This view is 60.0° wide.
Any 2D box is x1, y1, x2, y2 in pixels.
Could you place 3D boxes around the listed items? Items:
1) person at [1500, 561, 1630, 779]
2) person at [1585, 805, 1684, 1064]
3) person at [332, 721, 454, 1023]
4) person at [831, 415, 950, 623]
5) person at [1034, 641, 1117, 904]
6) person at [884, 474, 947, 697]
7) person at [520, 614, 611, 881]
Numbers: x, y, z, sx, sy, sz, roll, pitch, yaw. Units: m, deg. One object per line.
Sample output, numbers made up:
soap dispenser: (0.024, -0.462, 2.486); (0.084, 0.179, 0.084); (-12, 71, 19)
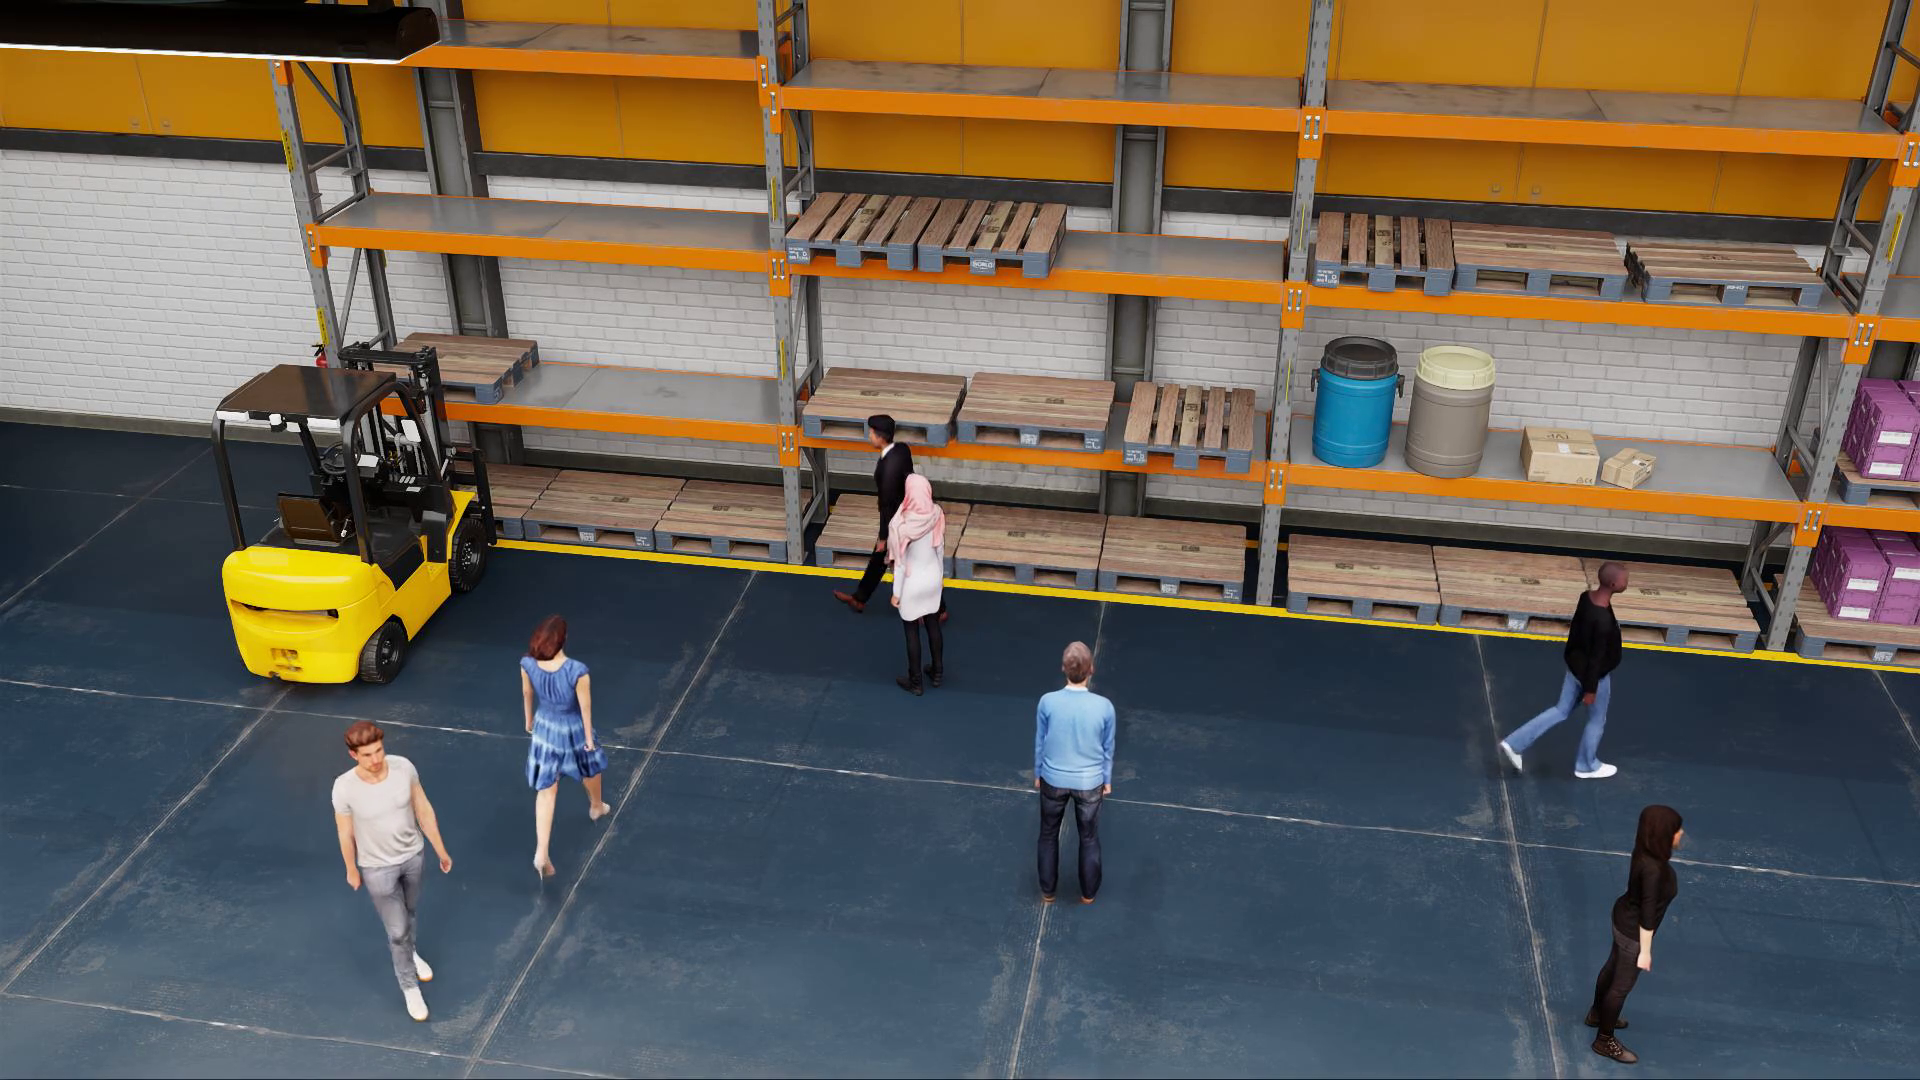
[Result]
person: (4.172, 0.907, 11.301); (1.122, 1.725, 0.763); (-1, 29, -2)
person: (3.698, 2.132, 9.144); (0.502, 1.640, 0.575); (6, 29, 11)
person: (-3.299, 1.780, 9.543); (0.996, 1.875, 0.914); (24, 37, 37)
person: (-0.370, -0.109, 13.065); (1.224, 1.819, 0.834); (4, 29, 7)
person: (0.693, 1.444, 10.225); (0.499, 1.813, 0.705); (3, 29, 6)
person: (-0.302, 0.326, 12.284); (0.720, 1.803, 0.783); (-18, 33, -29)
person: (-2.538, 1.326, 10.497); (1.098, 1.759, 0.718); (4, 29, 7)
